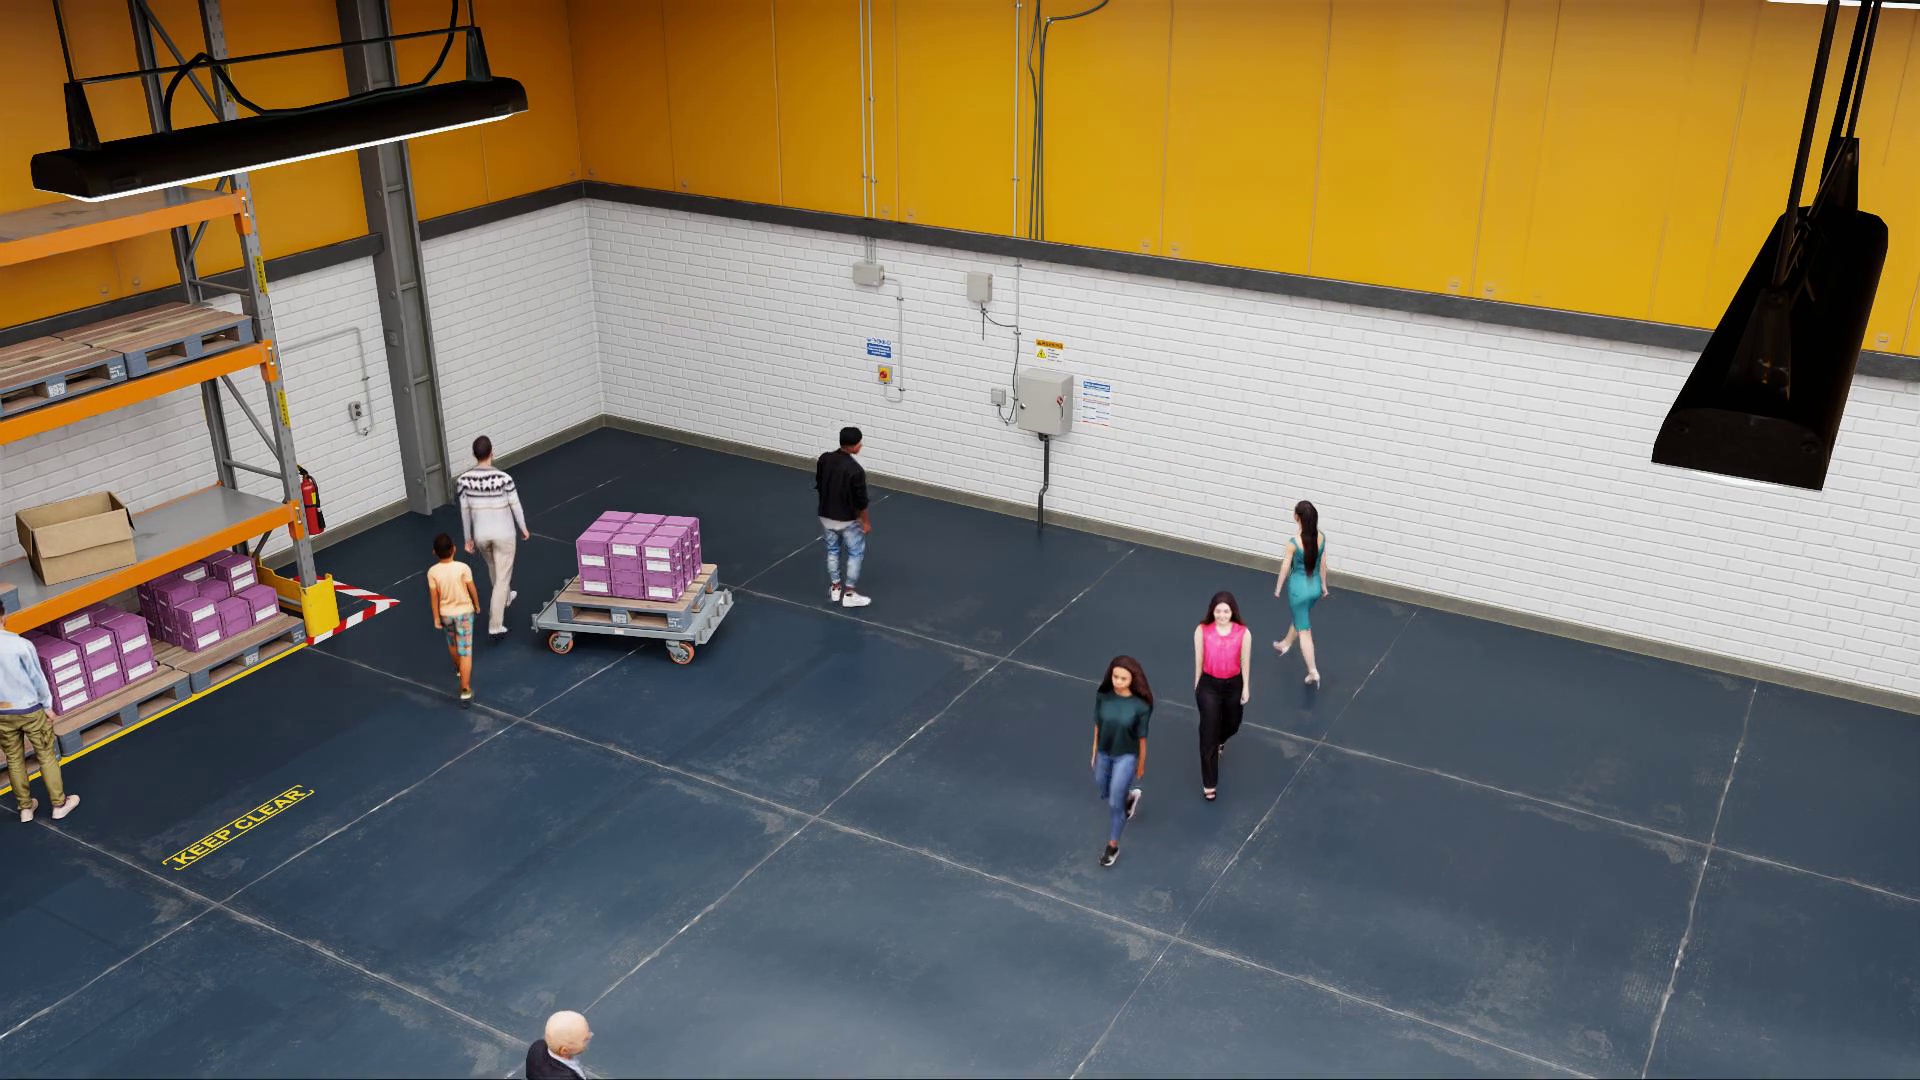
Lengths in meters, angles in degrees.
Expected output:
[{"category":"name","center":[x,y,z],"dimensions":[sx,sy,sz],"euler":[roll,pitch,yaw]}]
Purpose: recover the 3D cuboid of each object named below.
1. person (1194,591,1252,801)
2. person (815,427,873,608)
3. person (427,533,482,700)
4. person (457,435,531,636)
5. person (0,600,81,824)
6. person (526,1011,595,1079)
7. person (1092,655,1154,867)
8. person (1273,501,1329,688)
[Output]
[{"category":"person","center":[2.016,1.134,12.841],"dimensions":[0.890,1.637,1.103],"euler":[1,24,2]},{"category":"person","center":[-1.158,-0.247,15.823],"dimensions":[0.729,1.780,0.607],"euler":[6,24,14]},{"category":"person","center":[-4.287,0.671,14.162],"dimensions":[0.886,1.428,1.045],"euler":[-2,24,-6]},{"category":"person","center":[-4.284,-0.001,15.214],"dimensions":[1.010,1.817,1.327],"euler":[3,24,7]},{"category":"person","center":[-6.988,1.261,12.337],"dimensions":[0.761,1.809,0.791],"euler":[-3,24,-7]},{"category":"person","center":[-1.963,3.081,8.207],"dimensions":[0.875,1.782,0.856],"euler":[-18,30,-36]},{"category":"person","center":[1.170,1.526,11.990],"dimensions":[0.609,1.600,0.900],"euler":[14,27,30]},{"category":"person","center":[2.995,0.502,14.267],"dimensions":[0.992,1.653,0.974],"euler":[-10,25,-21]}]
